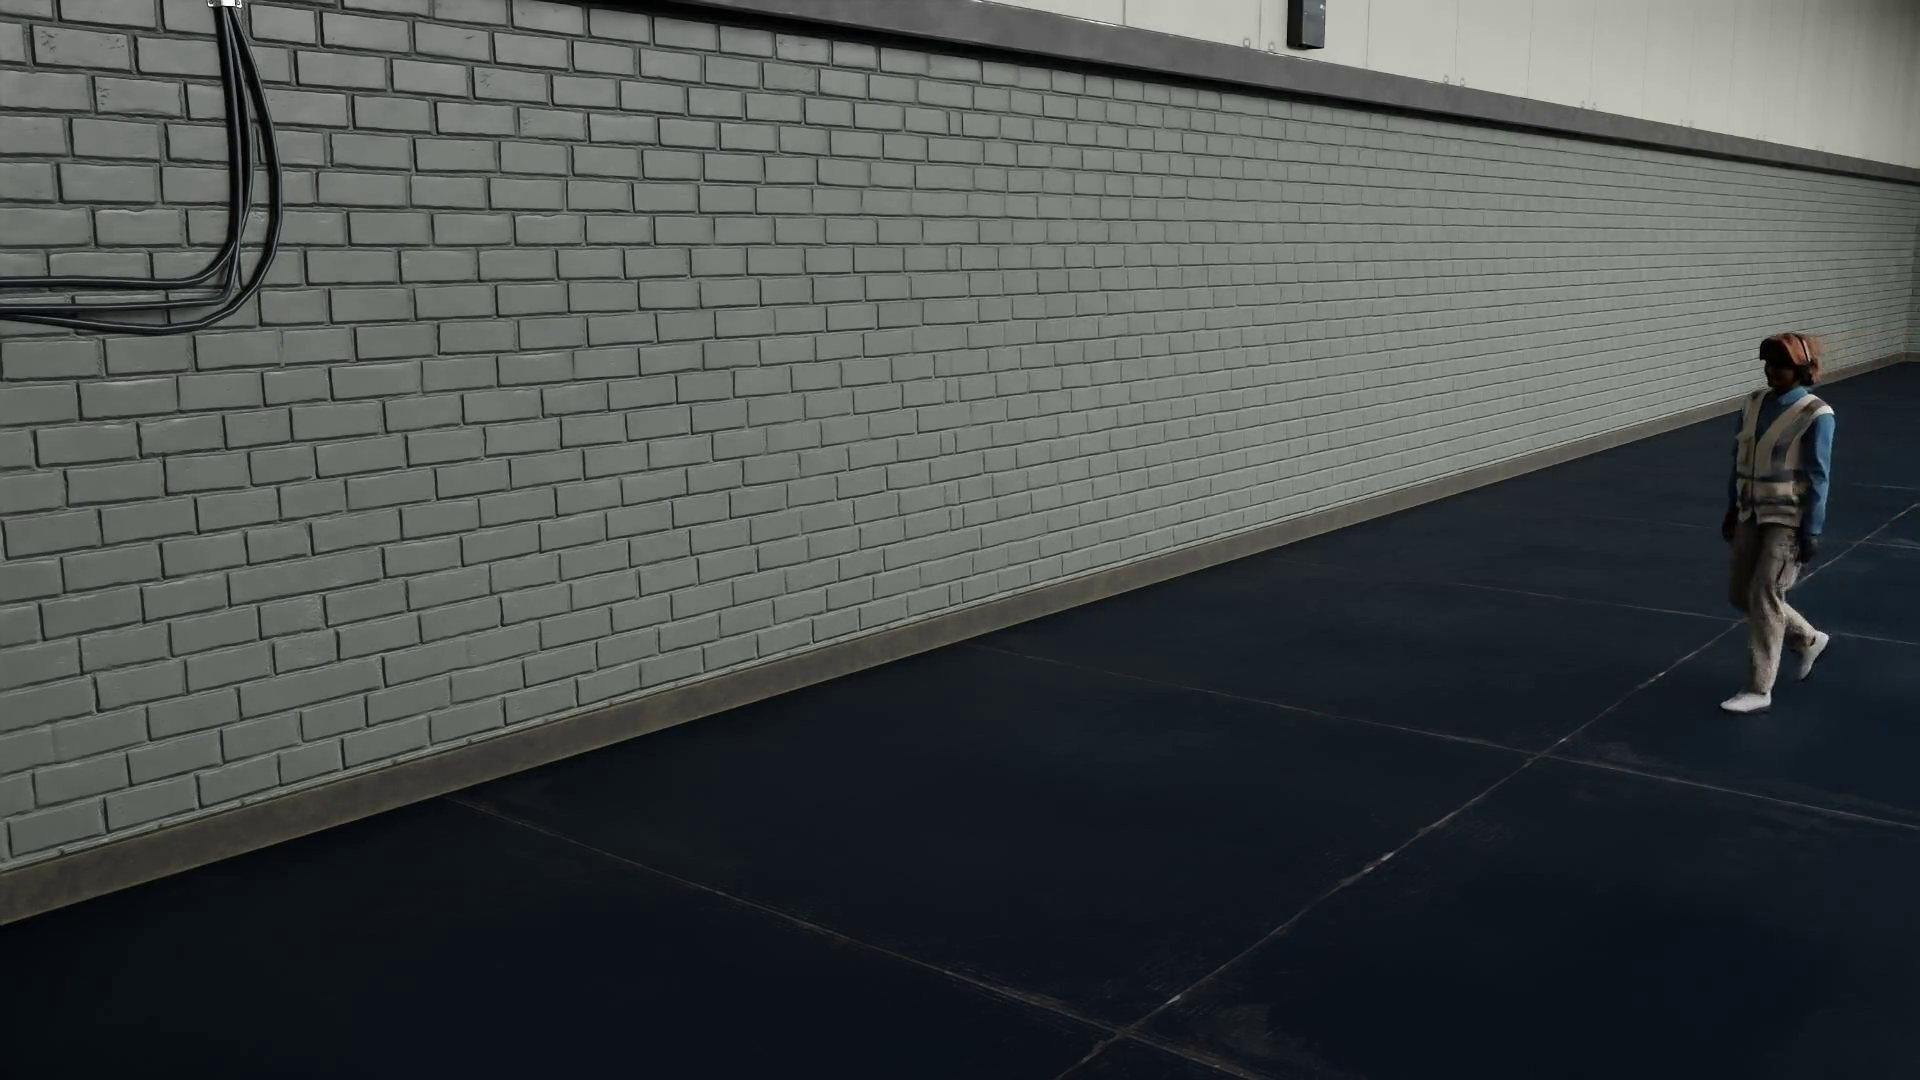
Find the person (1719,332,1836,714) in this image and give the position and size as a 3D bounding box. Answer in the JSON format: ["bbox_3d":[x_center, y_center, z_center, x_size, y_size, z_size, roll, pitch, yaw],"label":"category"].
[{"bbox_3d":[3.529,-0.077,7.099,0.553,1.617,0.525,-2,10,-12],"label":"person"}]
